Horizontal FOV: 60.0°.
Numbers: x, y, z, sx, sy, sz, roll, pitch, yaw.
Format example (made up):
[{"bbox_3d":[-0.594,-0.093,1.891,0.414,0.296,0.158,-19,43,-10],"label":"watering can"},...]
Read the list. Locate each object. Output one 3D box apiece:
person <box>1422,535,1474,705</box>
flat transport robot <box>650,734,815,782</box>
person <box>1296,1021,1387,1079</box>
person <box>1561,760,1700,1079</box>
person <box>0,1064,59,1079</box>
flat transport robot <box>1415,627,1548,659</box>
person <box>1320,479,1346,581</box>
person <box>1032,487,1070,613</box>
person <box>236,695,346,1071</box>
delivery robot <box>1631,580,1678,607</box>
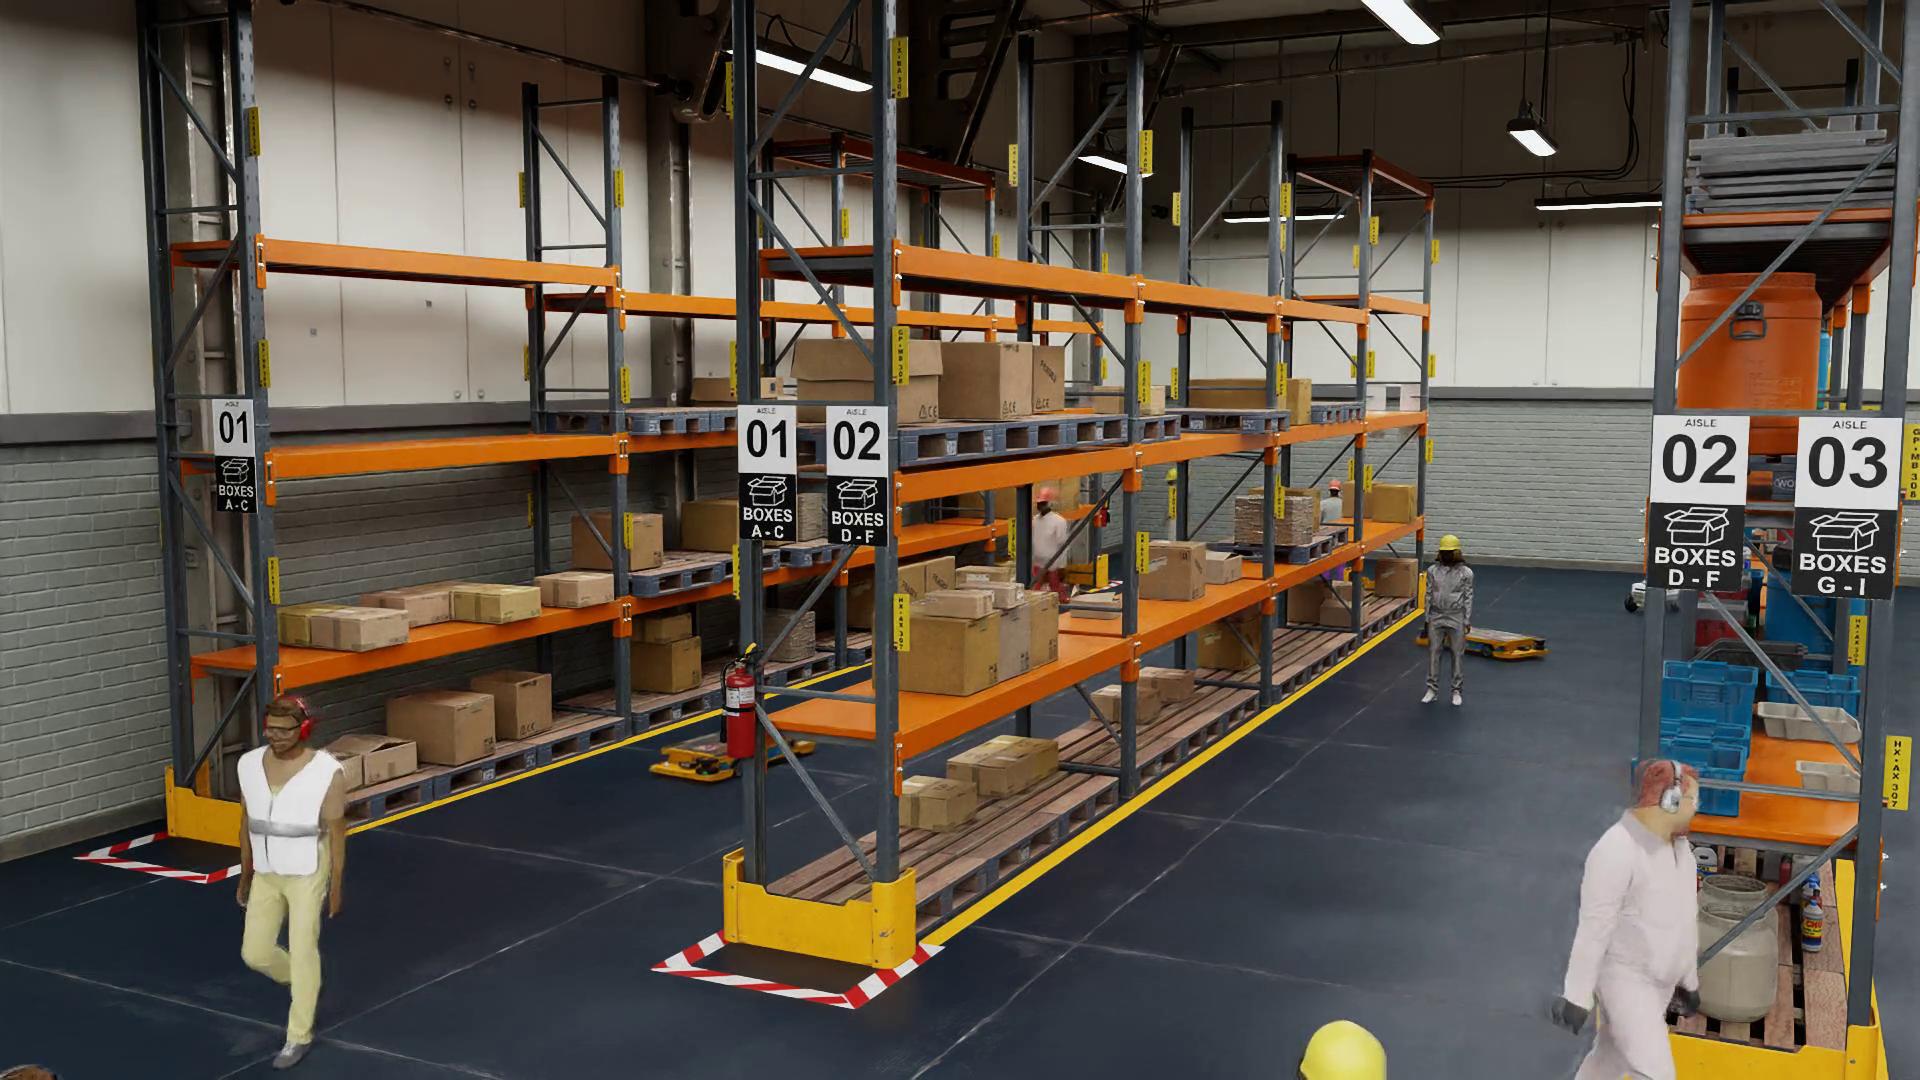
[{"bbox_3d":[4.977,0.816,16.988,0.497,1.741,0.306,3,7,26],"label":"person"},{"bbox_3d":[-1.945,1.816,14.345,0.652,0.197,1.431,4,7,32],"label":"flat transport robot"},{"bbox_3d":[0.984,2.107,4.389,0.515,1.753,0.364,-2,6,-20],"label":"person"},{"bbox_3d":[2.830,1.818,6.773,0.684,1.841,1.004,-5,8,-40],"label":"person"},{"bbox_3d":[-2.092,2.153,3.926,0.569,1.776,1.052,-3,7,-27],"label":"person"},{"bbox_3d":[6.298,1.223,20.112,0.652,0.197,1.431,-4,7,-36],"label":"flat transport robot"},{"bbox_3d":[5.708,-0.054,25.394,0.571,1.749,0.343,1,6,11],"label":"person"},{"bbox_3d":[1.142,0.294,21.030,0.621,1.961,0.936,5,8,42],"label":"person"},{"bbox_3d":[-3.313,1.665,8.259,0.599,1.830,0.484,1,6,12],"label":"person"},{"bbox_3d":[9.761,0.703,23.351,0.707,0.478,0.477,-4,7,-35],"label":"delivery robot"}]
